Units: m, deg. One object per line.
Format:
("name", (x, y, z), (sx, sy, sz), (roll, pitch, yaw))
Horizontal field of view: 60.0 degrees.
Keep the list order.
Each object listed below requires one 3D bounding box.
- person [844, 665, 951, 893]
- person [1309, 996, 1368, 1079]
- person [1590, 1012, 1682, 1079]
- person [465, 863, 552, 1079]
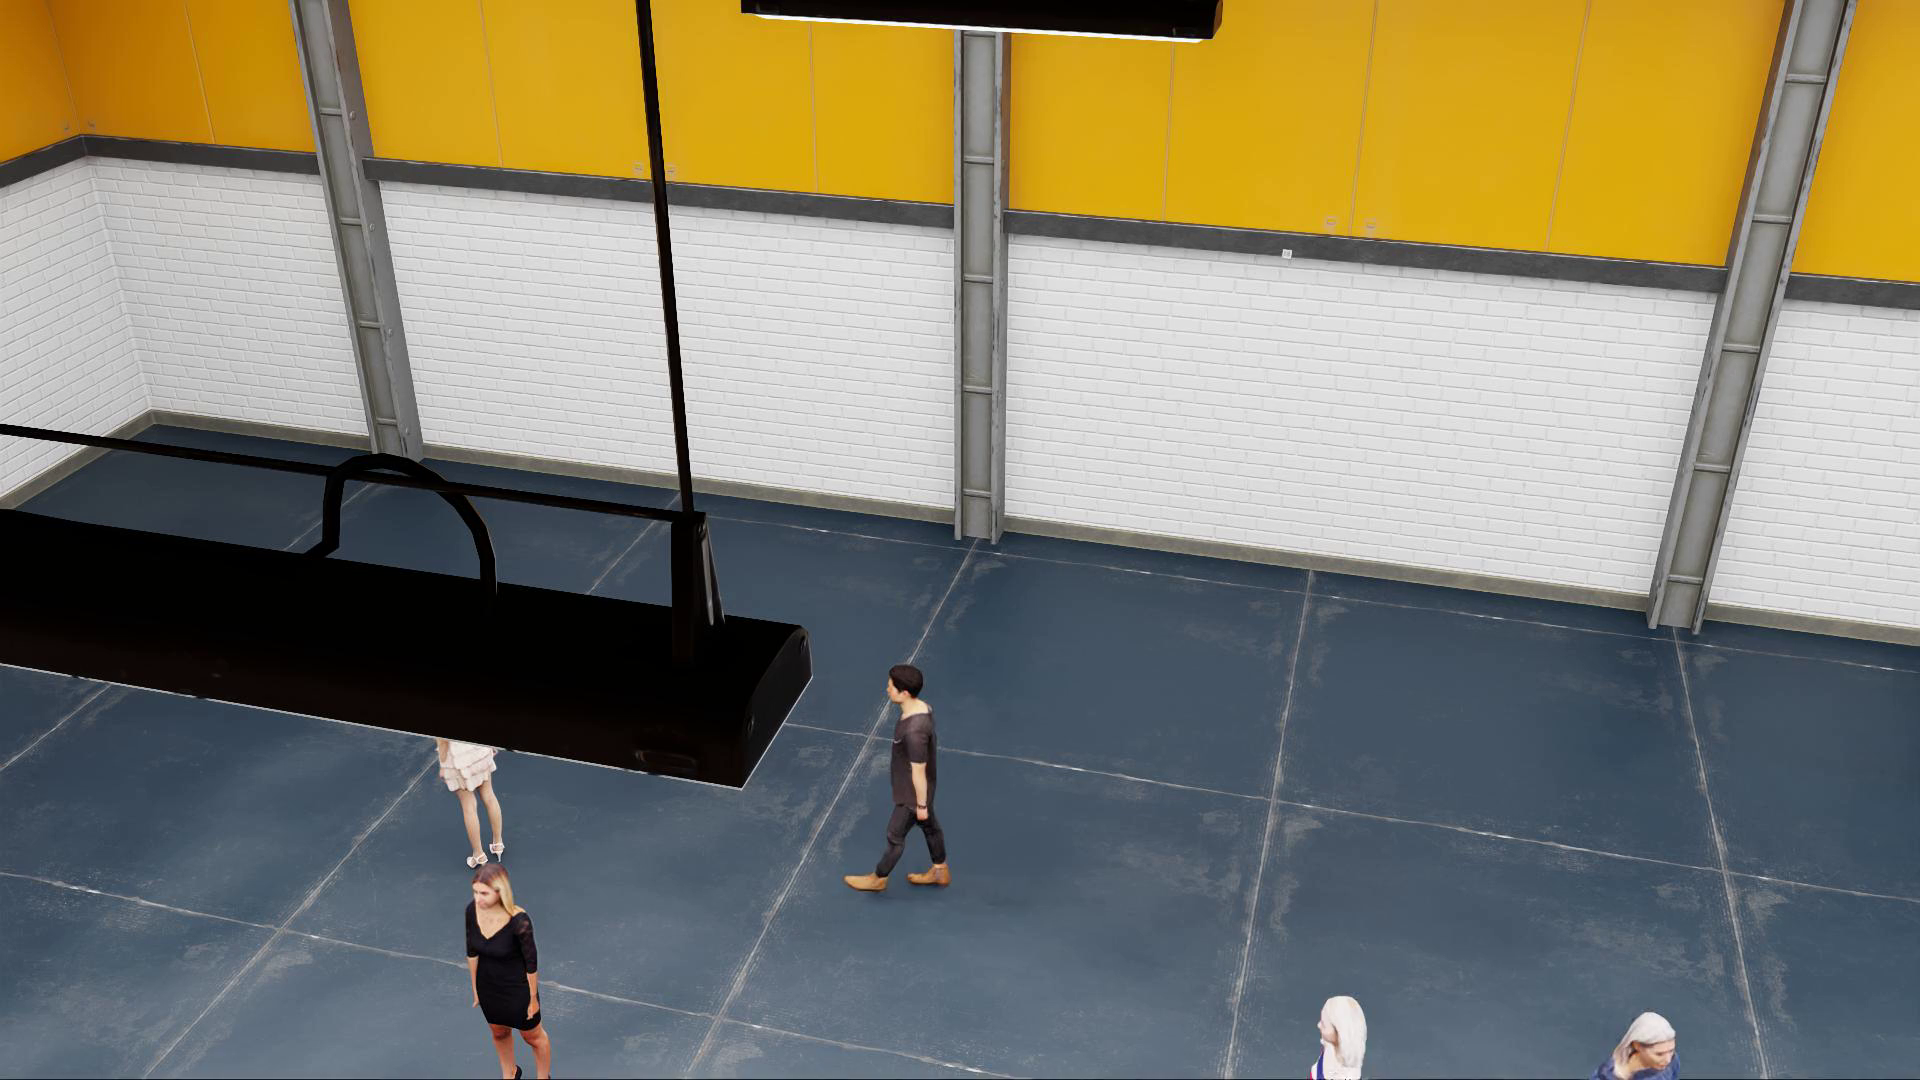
("person", (-0.214, 1.551, 10.602), (0.975, 1.689, 0.763), (2, 29, 3))
("person", (1.871, 2.912, 7.995), (0.665, 1.795, 0.695), (3, 29, 5))
("person", (3.145, 2.885, 8.224), (1.199, 1.634, 1.174), (-12, 31, -20))
("person", (-2.446, 2.426, 9.010), (0.406, 1.677, 0.613), (9, 30, 16))
